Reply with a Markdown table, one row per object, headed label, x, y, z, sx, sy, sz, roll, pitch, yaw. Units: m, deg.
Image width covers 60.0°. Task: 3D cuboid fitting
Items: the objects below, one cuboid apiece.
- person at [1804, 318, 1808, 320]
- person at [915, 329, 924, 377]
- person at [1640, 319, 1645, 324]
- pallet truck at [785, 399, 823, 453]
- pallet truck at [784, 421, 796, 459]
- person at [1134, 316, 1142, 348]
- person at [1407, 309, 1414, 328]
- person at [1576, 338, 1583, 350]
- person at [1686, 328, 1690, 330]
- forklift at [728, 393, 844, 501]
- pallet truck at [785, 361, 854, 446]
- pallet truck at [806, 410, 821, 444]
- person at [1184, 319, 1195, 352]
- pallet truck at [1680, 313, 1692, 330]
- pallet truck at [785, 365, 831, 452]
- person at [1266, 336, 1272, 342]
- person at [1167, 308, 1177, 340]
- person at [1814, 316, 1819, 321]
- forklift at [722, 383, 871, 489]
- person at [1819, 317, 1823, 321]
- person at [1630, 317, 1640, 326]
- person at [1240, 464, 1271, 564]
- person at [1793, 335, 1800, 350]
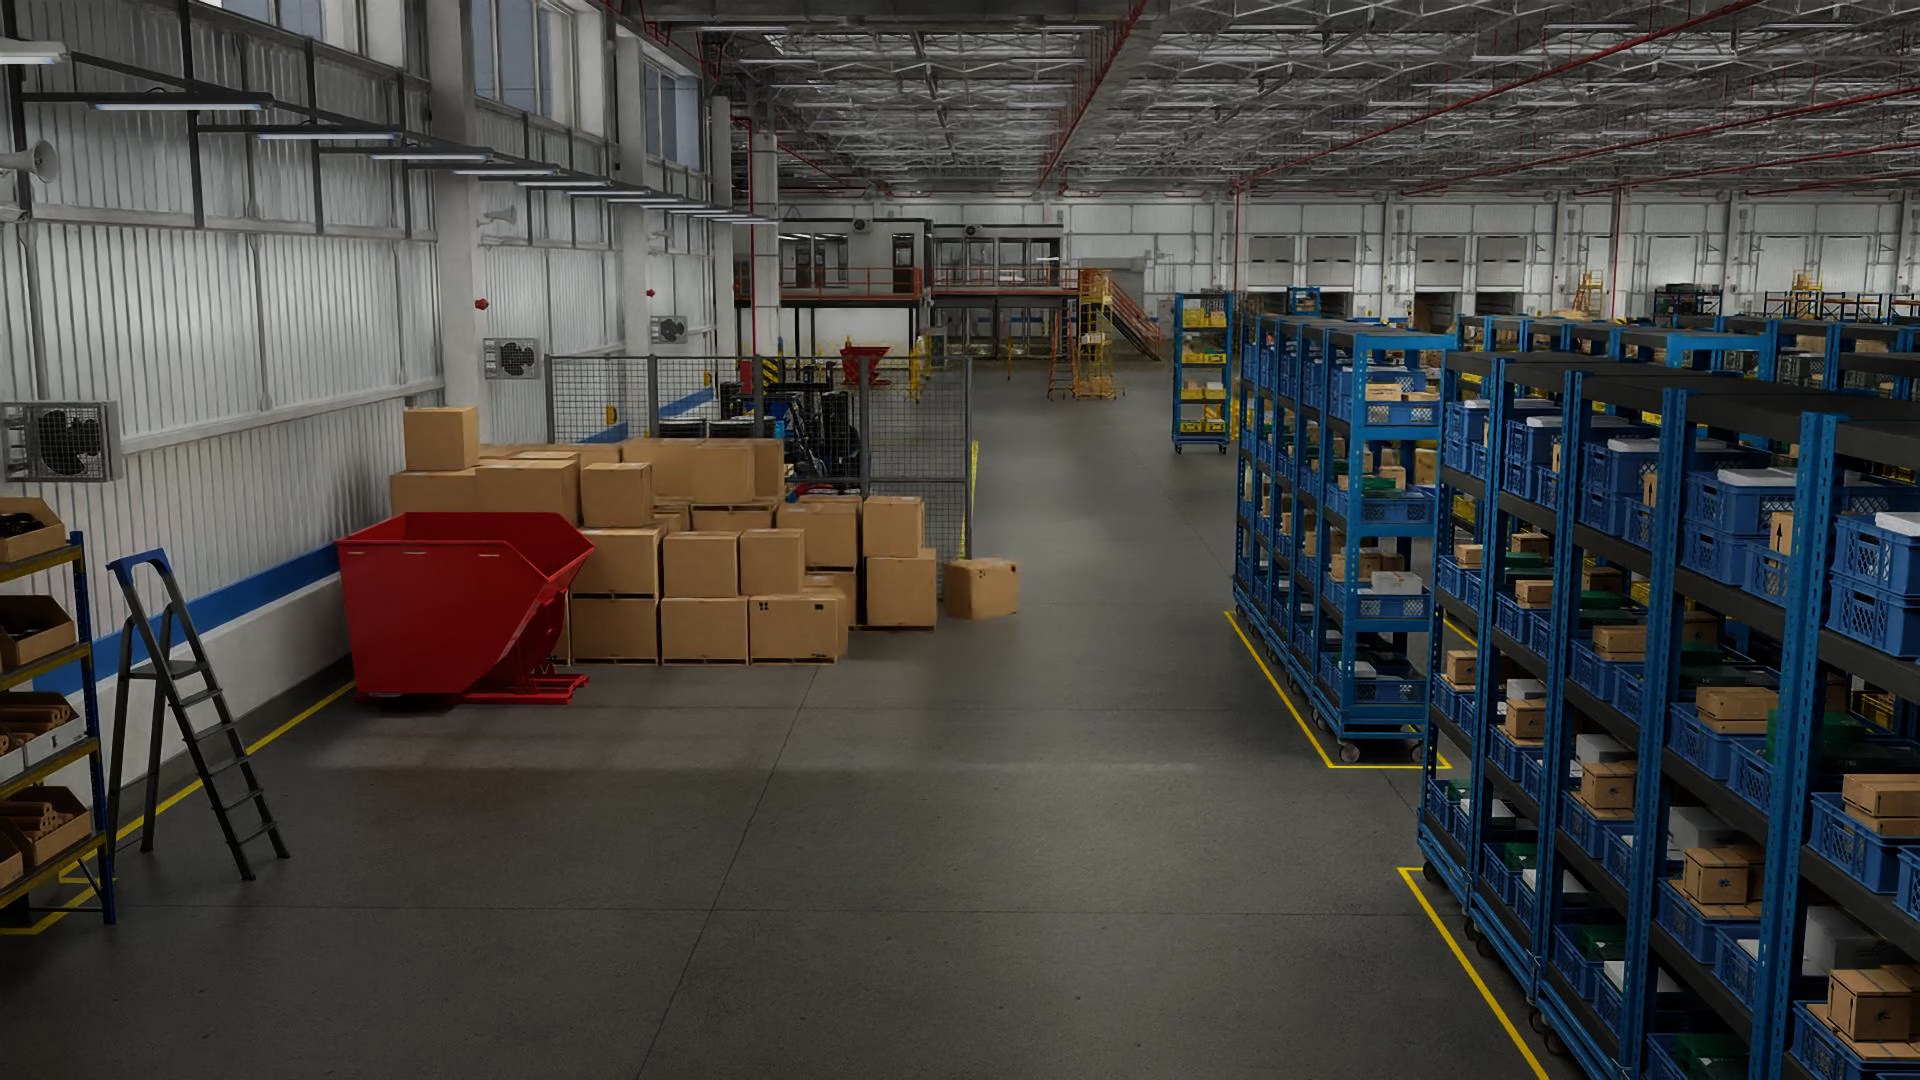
| label | x | y | z | sx | sy | sz | roll | pitch | yaw |
| --- | --- | --- | --- | --- | --- | --- | --- | --- | --- |
| person | 41.337 | -9.973 | 81.418 | 0.965 | 1.792 | 0.536 | -9 | 13 | -43 |
| person | -1.655 | -7.232 | 64.306 | 0.585 | 1.864 | 0.583 | 0 | 9 | 0 |
| person | 34.843 | -10.473 | 84.968 | 0.911 | 1.640 | 0.542 | -8 | 12 | -41 |
| pallet truck | -3.814 | -2.432 | 36.419 | 1.630 | 1.274 | 0.653 | 0 | 9 | 1 |
| pallet truck | -4.013 | -1.793 | 32.705 | 1.601 | 1.201 | 0.680 | 0 | 9 | 1 |
| person | 9.455 | -11.094 | 88.206 | 0.430 | 1.841 | 0.624 | -1 | 9 | -6 |
| person | 25.603 | -12.183 | 94.682 | 0.398 | 1.918 | 0.587 | 6 | 11 | 33 |
| person | 24.808 | -7.807 | 67.302 | 0.682 | 2.000 | 0.537 | 2 | 9 | 12 |
| person | 26.671 | -6.784 | 61.164 | 0.394 | 1.985 | 0.609 | -4 | 10 | -24 |
| forklift | -2.979 | -1.316 | 26.476 | 2.680 | 1.987 | 1.157 | 0 | 9 | 1 |
| pallet truck | -3.410 | -3.193 | 38.978 | 1.885 | 1.965 | 0.823 | 0 | 9 | -1 |
| pallet truck | -3.559 | -2.018 | 33.905 | 1.522 | 1.261 | 0.704 | 0 | 9 | -1 |
| person | 10.685 | -9.301 | 76.968 | 0.568 | 1.890 | 0.958 | -7 | 11 | -36 |
| pallet truck | 36.315 | -10.531 | 84.244 | 0.823 | 1.965 | 1.885 | -6 | 11 | -33 |
| pallet truck | -3.774 | -2.976 | 37.635 | 1.885 | 1.965 | 0.823 | 1 | 9 | 5 |
| person | 10.091 | -5.668 | 54.322 | 0.629 | 1.988 | 1.067 | 6 | 11 | 34 |
| person | 12.557 | -12.671 | 97.656 | 0.690 | 1.930 | 0.625 | 2 | 9 | 11 |
| person | 41.220 | -9.811 | 80.056 | 0.389 | 1.915 | 0.589 | -1 | 9 | -6 |
| forklift | -2.893 | -1.687 | 28.729 | 2.680 | 1.987 | 1.157 | 0 | 9 | -1 |
| person | 42.938 | -10.252 | 83.022 | 0.621 | 1.837 | 0.429 | 2 | 9 | 10 |
| person | 31.725 | -9.537 | 78.355 | 0.594 | 1.922 | 0.401 | 0 | 9 | 0 |
| person | 3.926 | -0.369 | 22.062 | 0.587 | 1.834 | 0.403 | 8 | 12 | 41 |
| person | 29.477 | -6.318 | 58.784 | 0.413 | 1.822 | 0.614 | 0 | 9 | -1 |
